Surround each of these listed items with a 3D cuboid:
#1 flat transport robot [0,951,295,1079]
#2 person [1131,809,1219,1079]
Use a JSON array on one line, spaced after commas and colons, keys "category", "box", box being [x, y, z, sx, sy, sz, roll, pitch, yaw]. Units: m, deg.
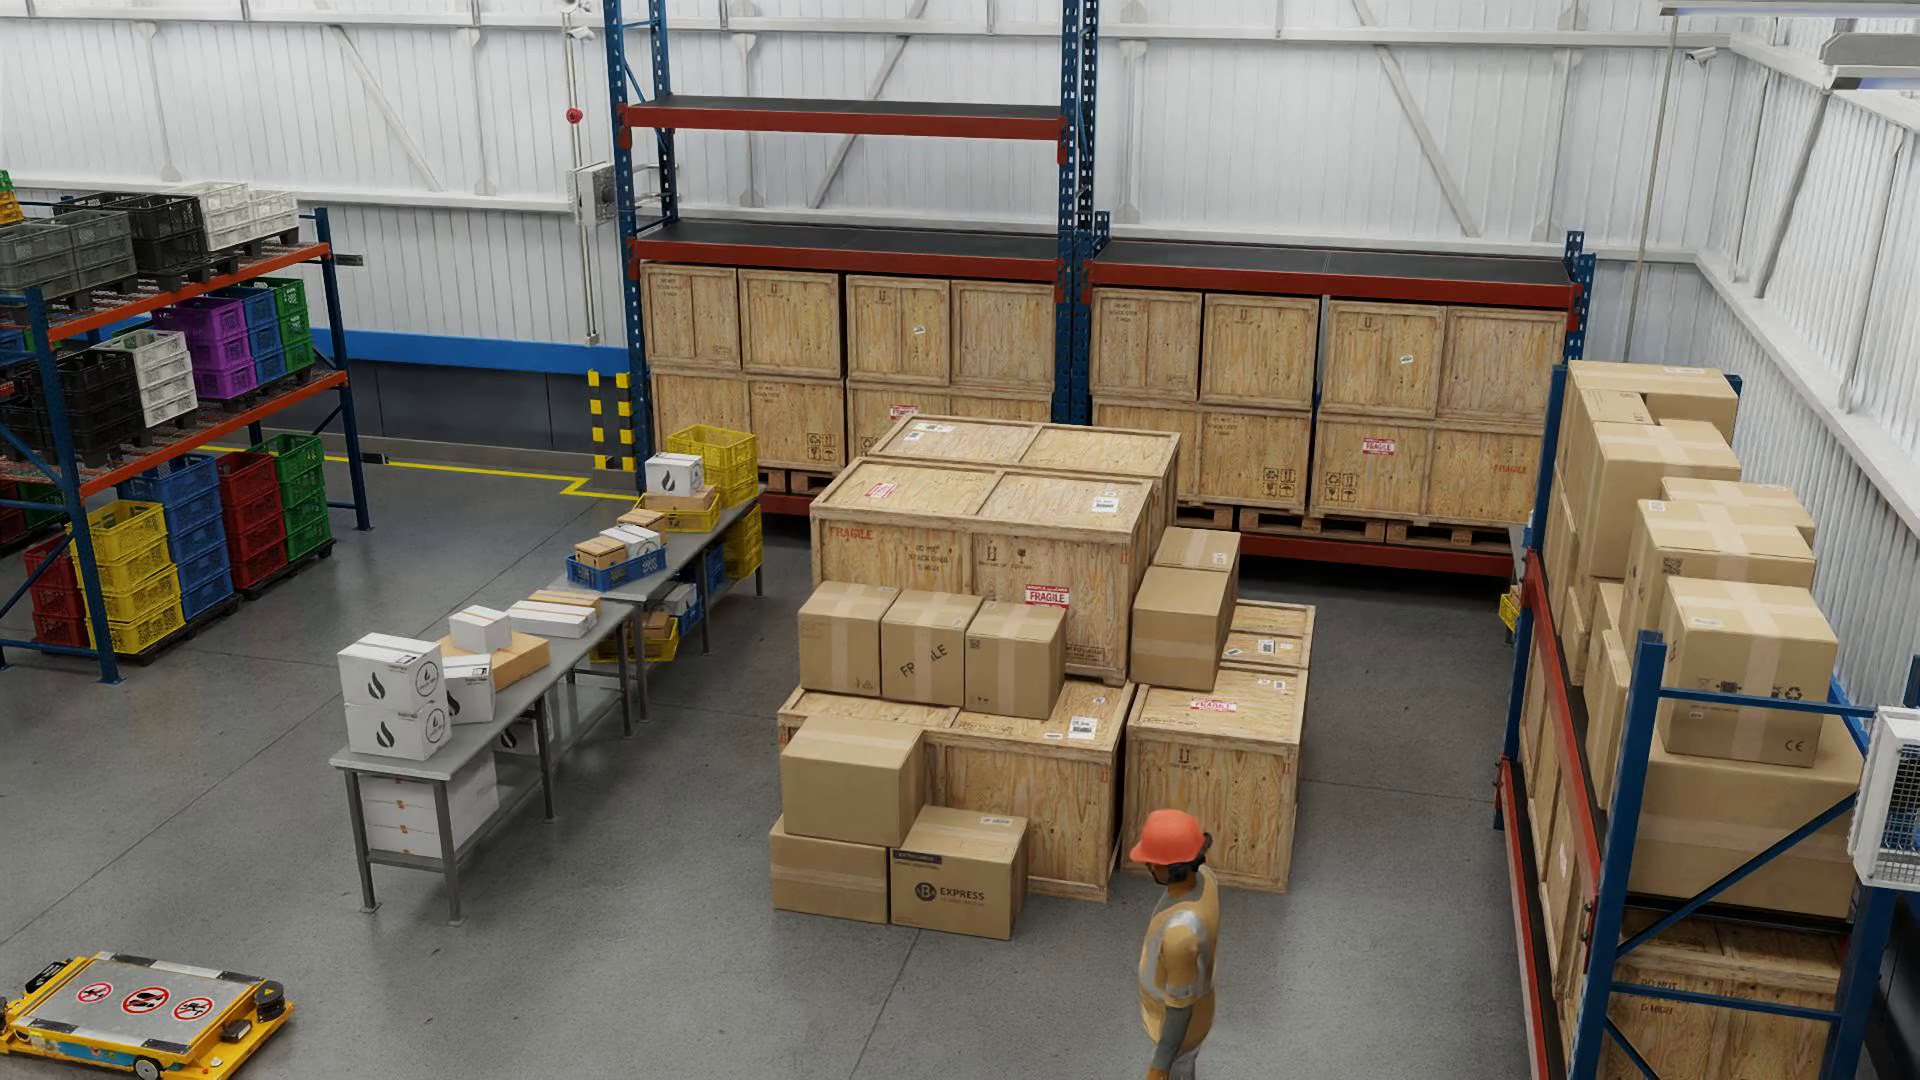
[{"category": "flat transport robot", "box": [-4.270, 2.464, 8.601, 1.431, 0.231, 0.659, 5, 22, 13]}, {"category": "person", "box": [0.901, 2.062, 7.176, 0.383, 2.039, 0.604, 5, 22, 13]}]
